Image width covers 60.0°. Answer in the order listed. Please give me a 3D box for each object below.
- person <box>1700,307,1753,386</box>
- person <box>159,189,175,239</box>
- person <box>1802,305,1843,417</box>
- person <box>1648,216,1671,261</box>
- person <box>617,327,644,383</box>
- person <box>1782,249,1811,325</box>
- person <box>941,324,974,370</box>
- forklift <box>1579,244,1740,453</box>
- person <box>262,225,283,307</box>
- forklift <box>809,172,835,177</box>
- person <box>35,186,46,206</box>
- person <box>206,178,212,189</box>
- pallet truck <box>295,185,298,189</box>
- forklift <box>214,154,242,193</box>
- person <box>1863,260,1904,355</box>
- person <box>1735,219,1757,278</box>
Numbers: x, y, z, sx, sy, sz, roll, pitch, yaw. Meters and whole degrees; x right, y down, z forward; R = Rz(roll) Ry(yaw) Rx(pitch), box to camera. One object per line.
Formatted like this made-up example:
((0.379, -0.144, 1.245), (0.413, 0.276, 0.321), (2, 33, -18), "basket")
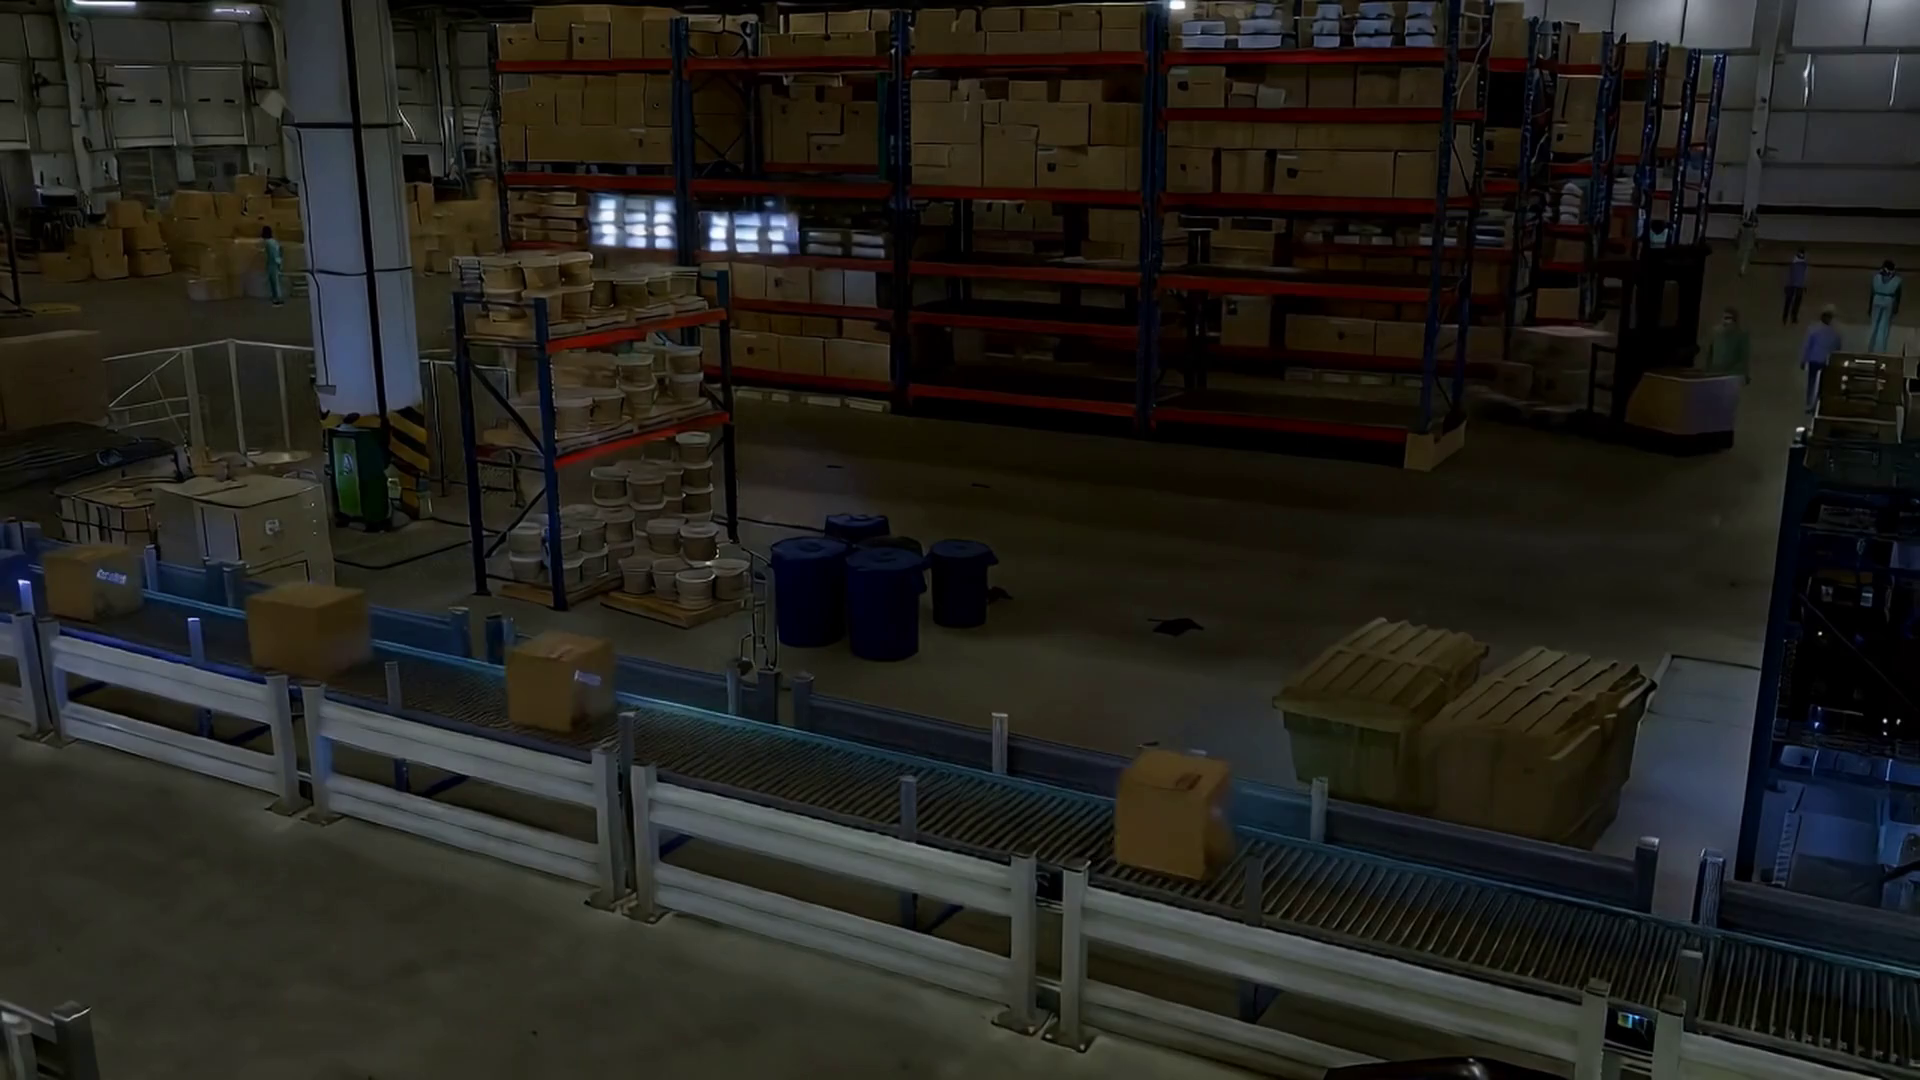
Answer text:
((11.157, -2.470, 24.355), (0.985, 1.853, 0.677), (-10, 18, -32), "person")
((-27.746, -11.366, 58.049), (0.668, 1.721, 0.493), (1, 15, 2), "person")
((13.361, -2.787, 25.815), (0.513, 1.711, 0.939), (9, 17, 31), "person")
((17.640, -7.225, 42.105), (0.390, 1.919, 0.591), (-13, 19, -39), "person")
((-5.087, -2.756, 25.810), (0.864, 1.652, 0.544), (9, 17, 30), "person")
((18.195, -5.513, 36.209), (0.499, 1.634, 0.288), (4, 15, 13), "person")
((-0.228, -3.892, 29.617), (0.961, 1.888, 0.574), (9, 17, 31), "person")
((9.980, -2.758, 23.469), (1.129, 2.768, 1.873), (-6, 16, -22), "forklift")
((-16.246, -6.489, 39.348), (0.391, 1.913, 0.587), (-3, 15, -12), "person")
((-4.553, -11.251, 55.397), (1.129, 2.768, 1.873), (8, 17, 27), "forklift")
((-32.309, -11.492, 58.366), (0.894, 1.819, 0.531), (-3, 15, -12), "person")
((-30.520, -13.976, 68.033), (0.522, 1.621, 0.623), (-6, 16, -22), "person")
((-26.804, -14.617, 69.738), (1.885, 1.965, 0.823), (-14, 20, -42), "pallet truck")
((-26.728, -12.764, 61.082), (1.873, 2.768, 1.129), (8, 17, 28), "forklift")
((17.610, -4.419, 31.704), (0.390, 1.840, 0.565), (-11, 19, -36), "person")
((21.550, -7.994, 45.620), (0.516, 1.591, 0.856), (9, 17, 29), "person")
